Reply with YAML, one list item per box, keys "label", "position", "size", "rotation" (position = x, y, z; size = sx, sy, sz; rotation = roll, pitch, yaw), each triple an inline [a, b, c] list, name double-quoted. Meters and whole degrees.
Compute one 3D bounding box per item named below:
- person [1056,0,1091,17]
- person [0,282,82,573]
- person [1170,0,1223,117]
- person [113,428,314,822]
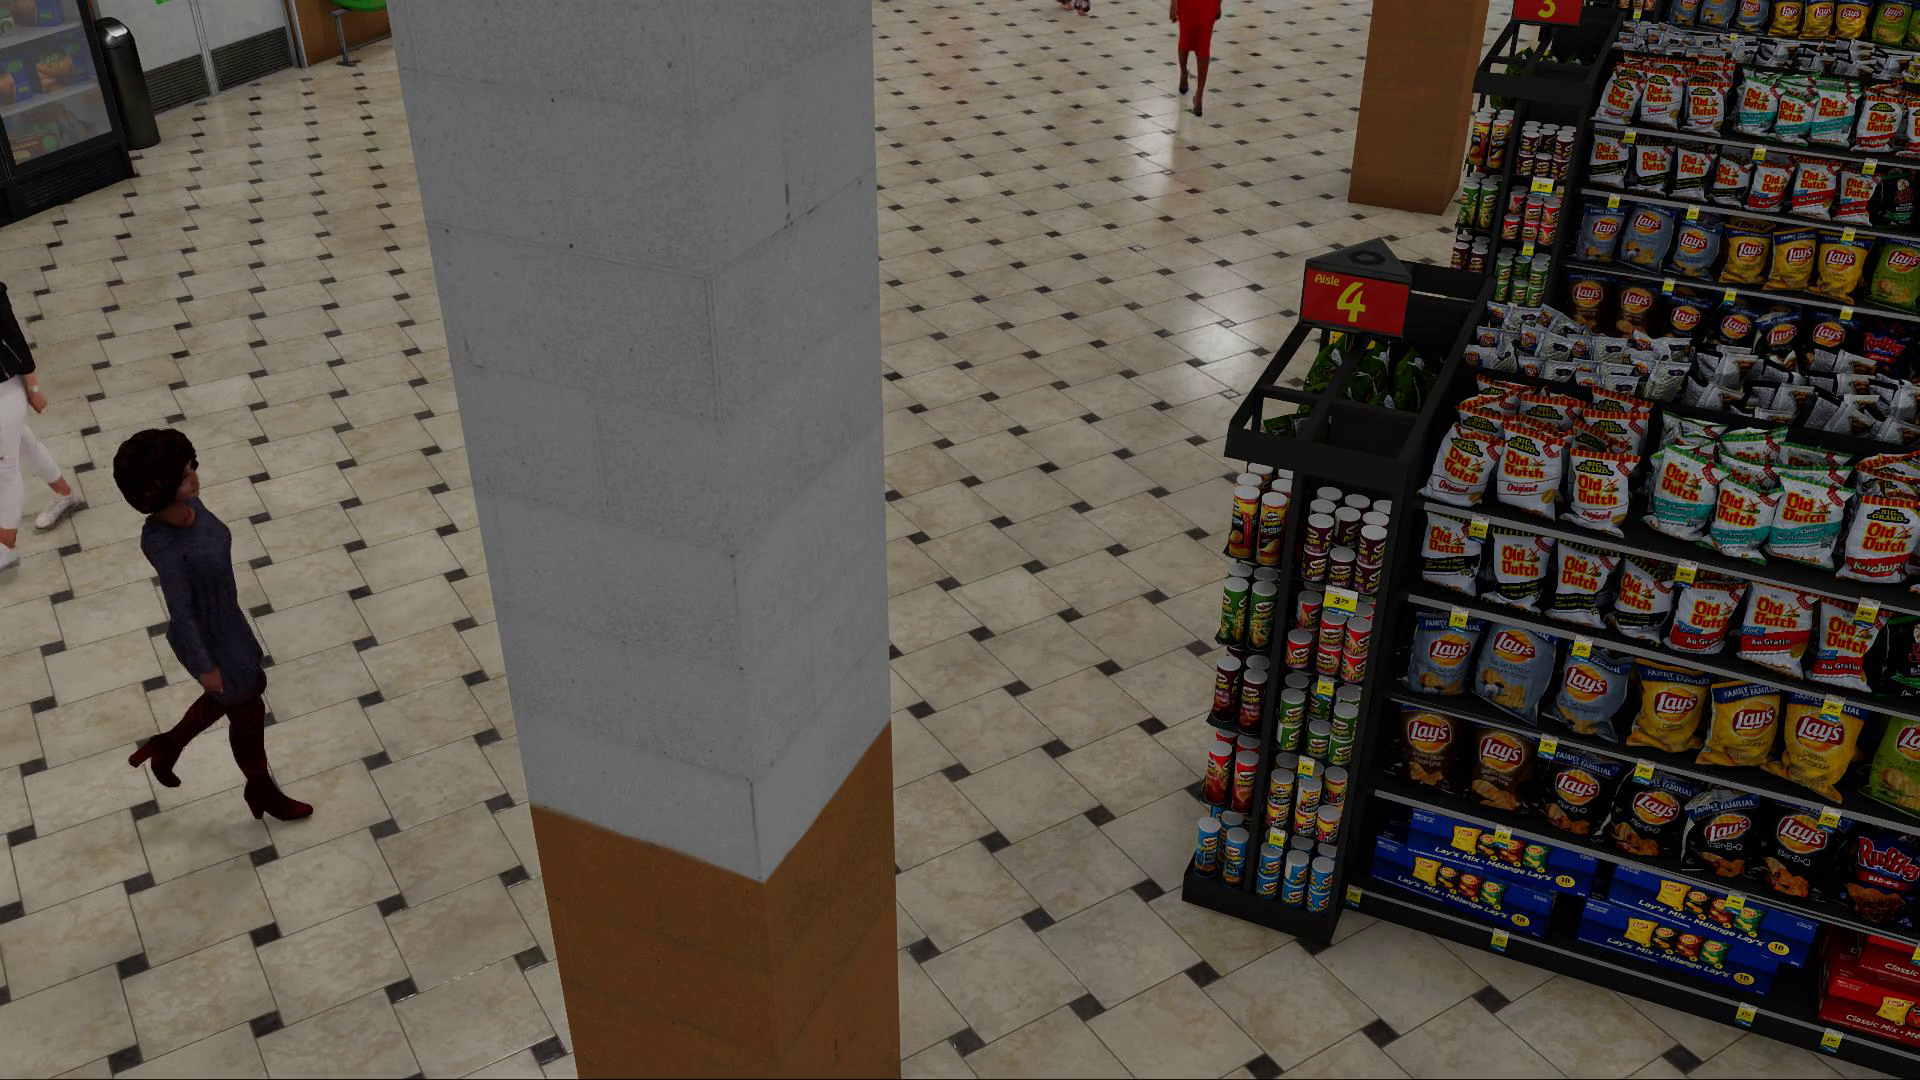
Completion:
- label: "person"
  position: [1.126, -6.023, 16.492]
  size: [0.957, 1.566, 0.983]
  rotation: [-10, 33, -16]
- label: "person"
  position: [-4.546, -0.750, 7.919]
  size: [1.027, 1.670, 0.784]
  rotation: [9, 33, 14]
- label: "person"
  position: [1.963, -4.477, 13.883]
  size: [1.067, 1.697, 0.863]
  rotation: [4, 32, 6]
- label: "person"
  position: [-2.820, 0.367, 6.101]
  size: [0.969, 1.695, 0.857]
  rotation: [-4, 32, -7]
